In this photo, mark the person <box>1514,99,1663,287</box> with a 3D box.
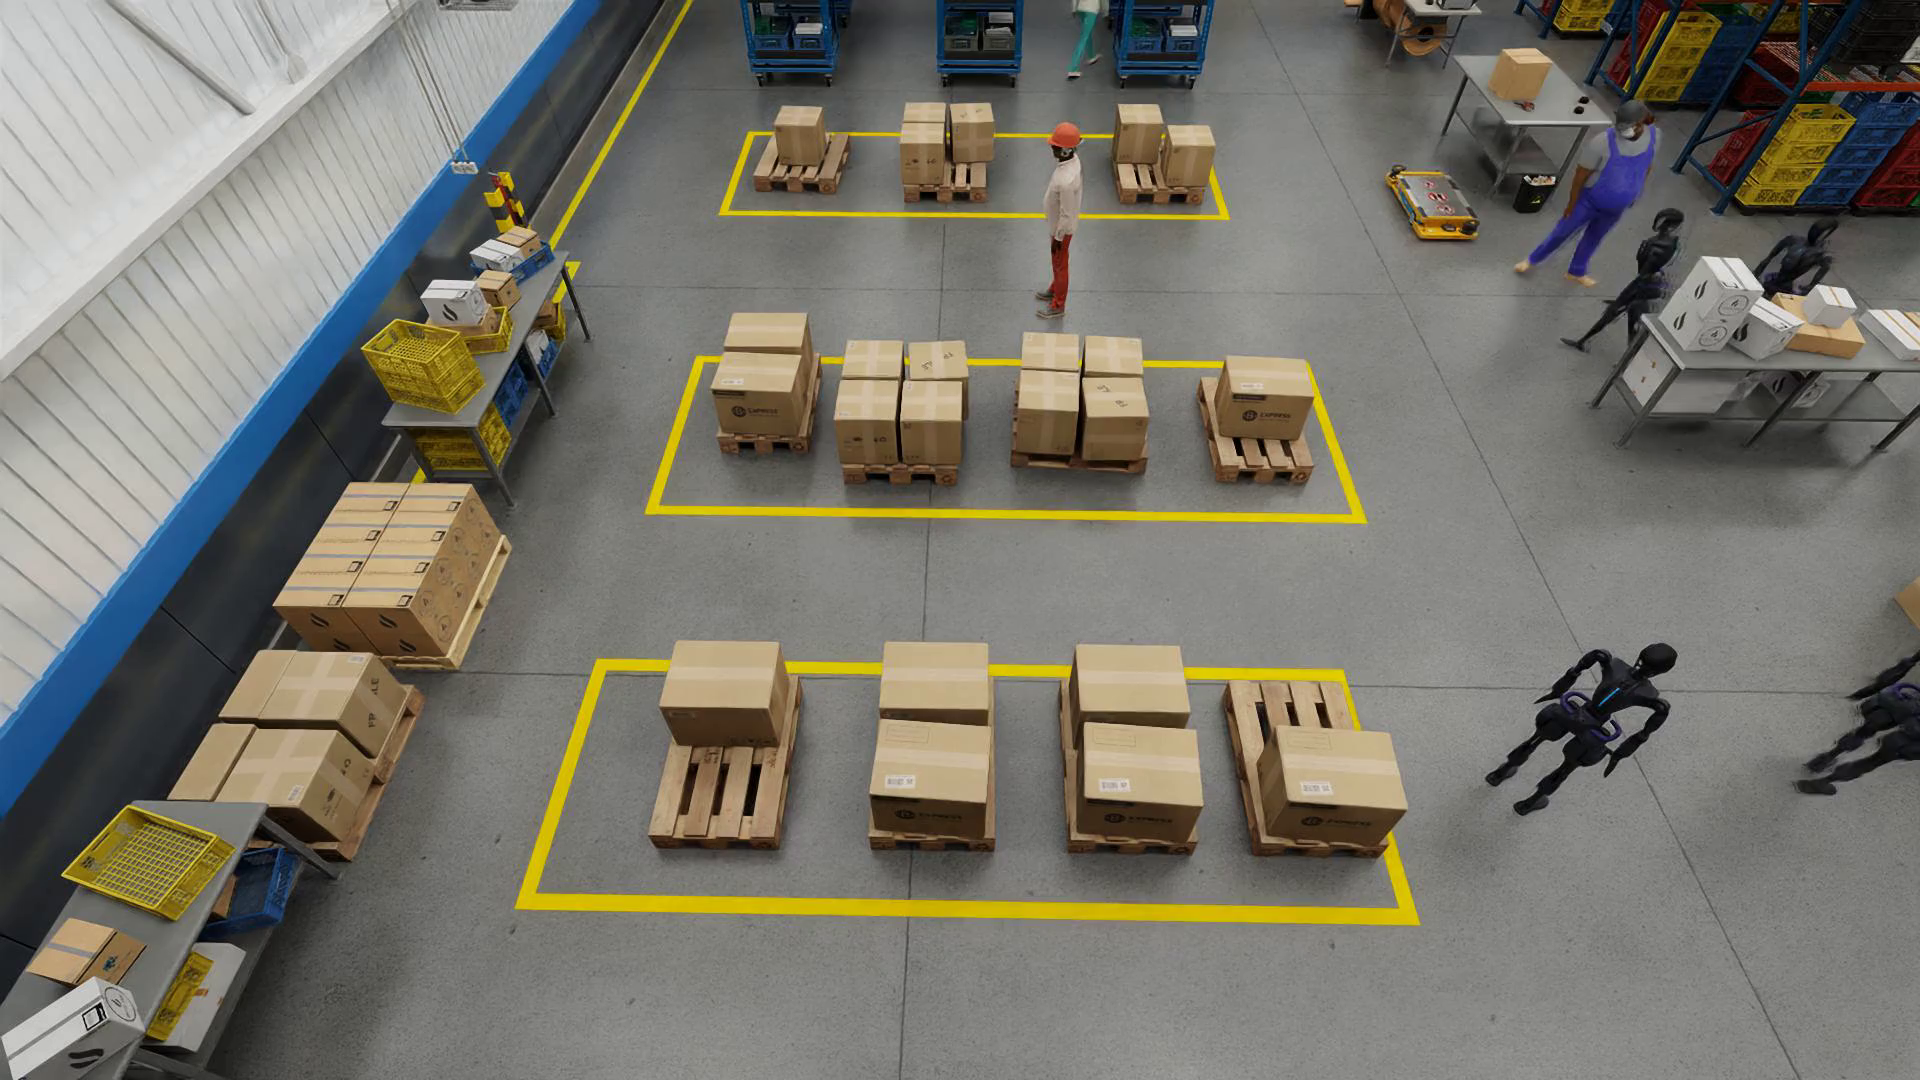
[{"bbox_3d":[6.606,-3.543,9.430,0.810,2.000,0.550,-1,49,-1],"label":"person"}]

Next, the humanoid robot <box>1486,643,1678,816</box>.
[{"bbox_3d":[3.814,1.140,5.615,0.357,1.650,0.563,-24,53,-19],"label":"humanoid robot"}]

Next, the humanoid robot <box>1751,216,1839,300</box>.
[{"bbox_3d":[7.581,-2.248,8.546,0.452,1.639,0.625,-11,50,-9],"label":"humanoid robot"}]

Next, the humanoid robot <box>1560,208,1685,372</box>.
[{"bbox_3d":[6.460,-2.325,8.650,0.768,1.615,0.576,21,52,17],"label":"humanoid robot"}]

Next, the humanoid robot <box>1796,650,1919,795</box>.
[{"bbox_3d":[5.917,1.117,5.633,0.509,1.643,0.610,-3,49,-3],"label":"humanoid robot"}]

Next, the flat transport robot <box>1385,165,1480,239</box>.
[{"bbox_3d":[5.692,-4.094,11.059,0.652,0.197,1.431,1,49,1],"label":"flat transport robot"}]

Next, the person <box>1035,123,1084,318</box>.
[{"bbox_3d":[0.991,-3.147,9.117,0.376,1.995,0.607,4,49,3],"label":"person"}]

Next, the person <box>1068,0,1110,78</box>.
[{"bbox_3d":[1.873,-7.634,13.184,0.901,1.710,0.523,-35,58,-27],"label":"person"}]
